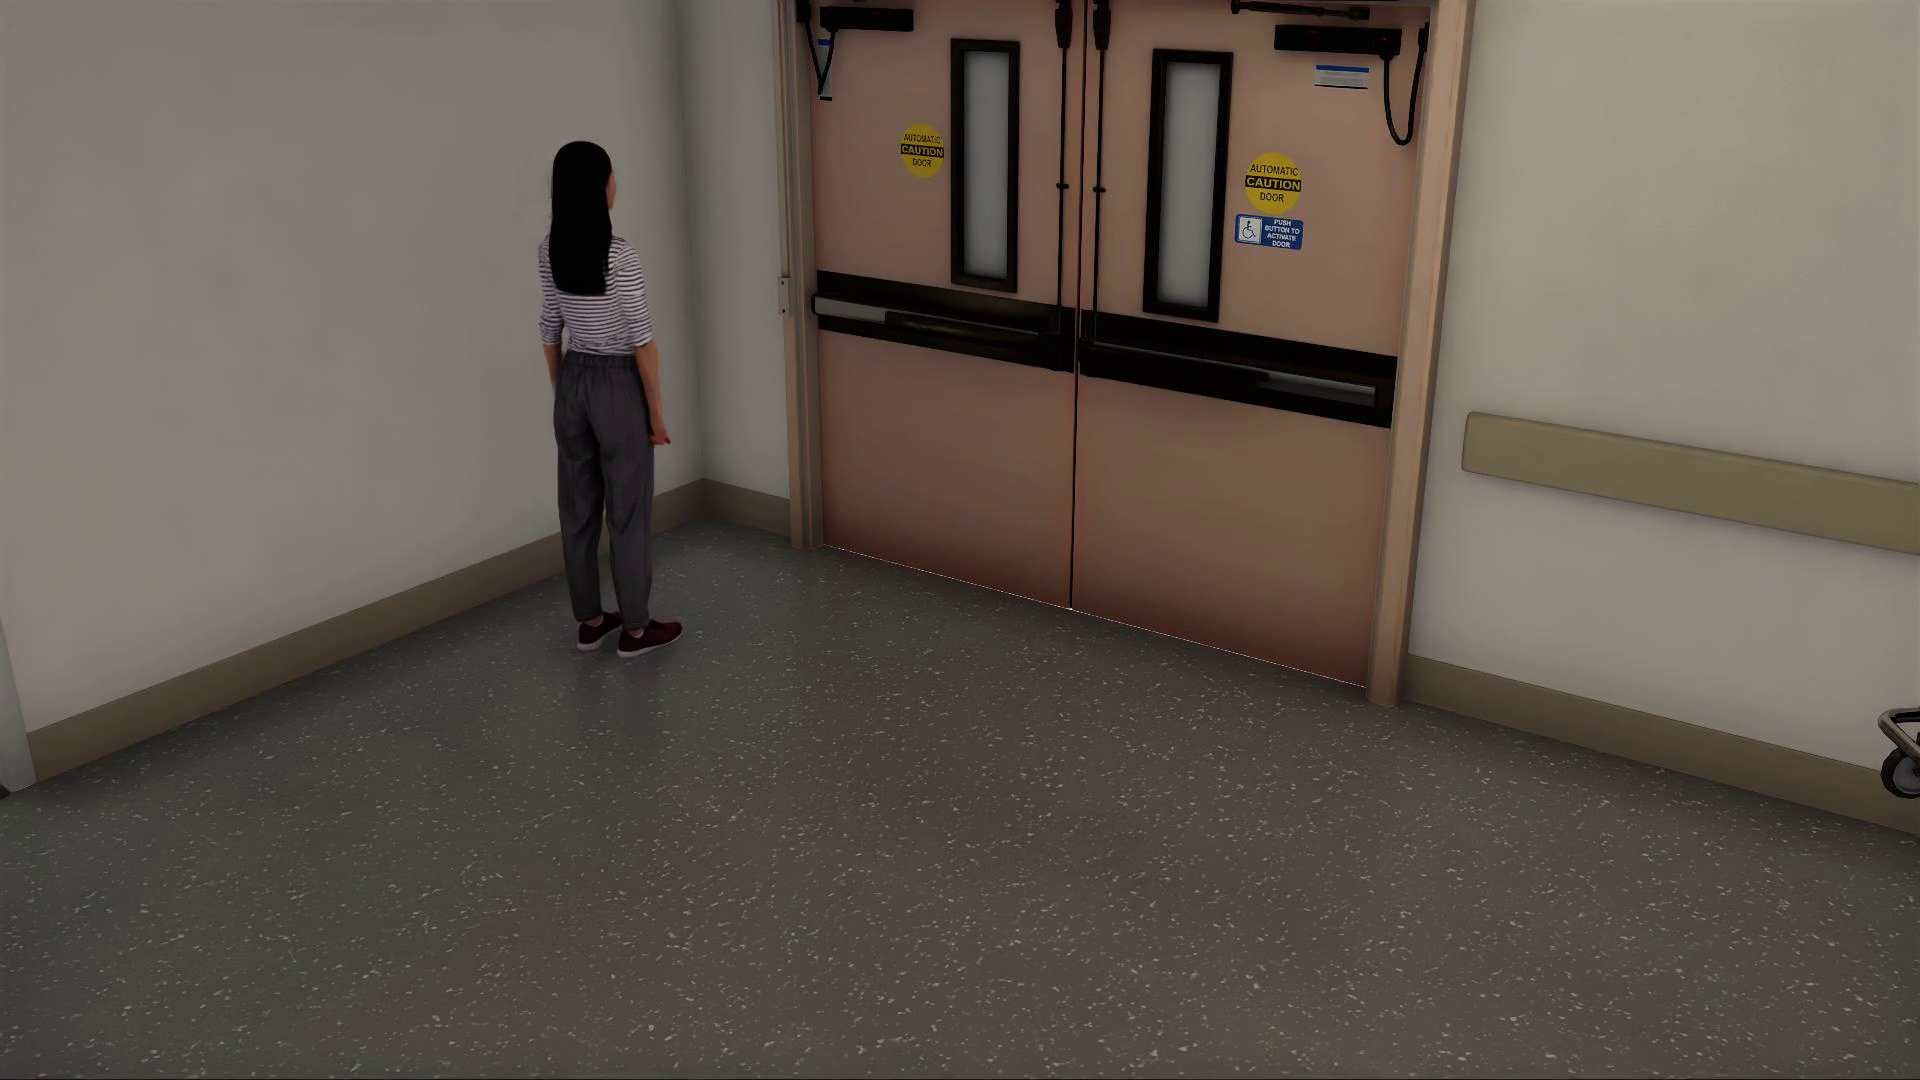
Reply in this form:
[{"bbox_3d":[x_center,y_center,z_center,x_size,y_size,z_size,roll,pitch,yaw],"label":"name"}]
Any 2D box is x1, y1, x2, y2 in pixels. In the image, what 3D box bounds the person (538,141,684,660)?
[{"bbox_3d":[-1.202,-0.450,5.547,0.629,1.733,0.561,11,23,26],"label":"person"}]
